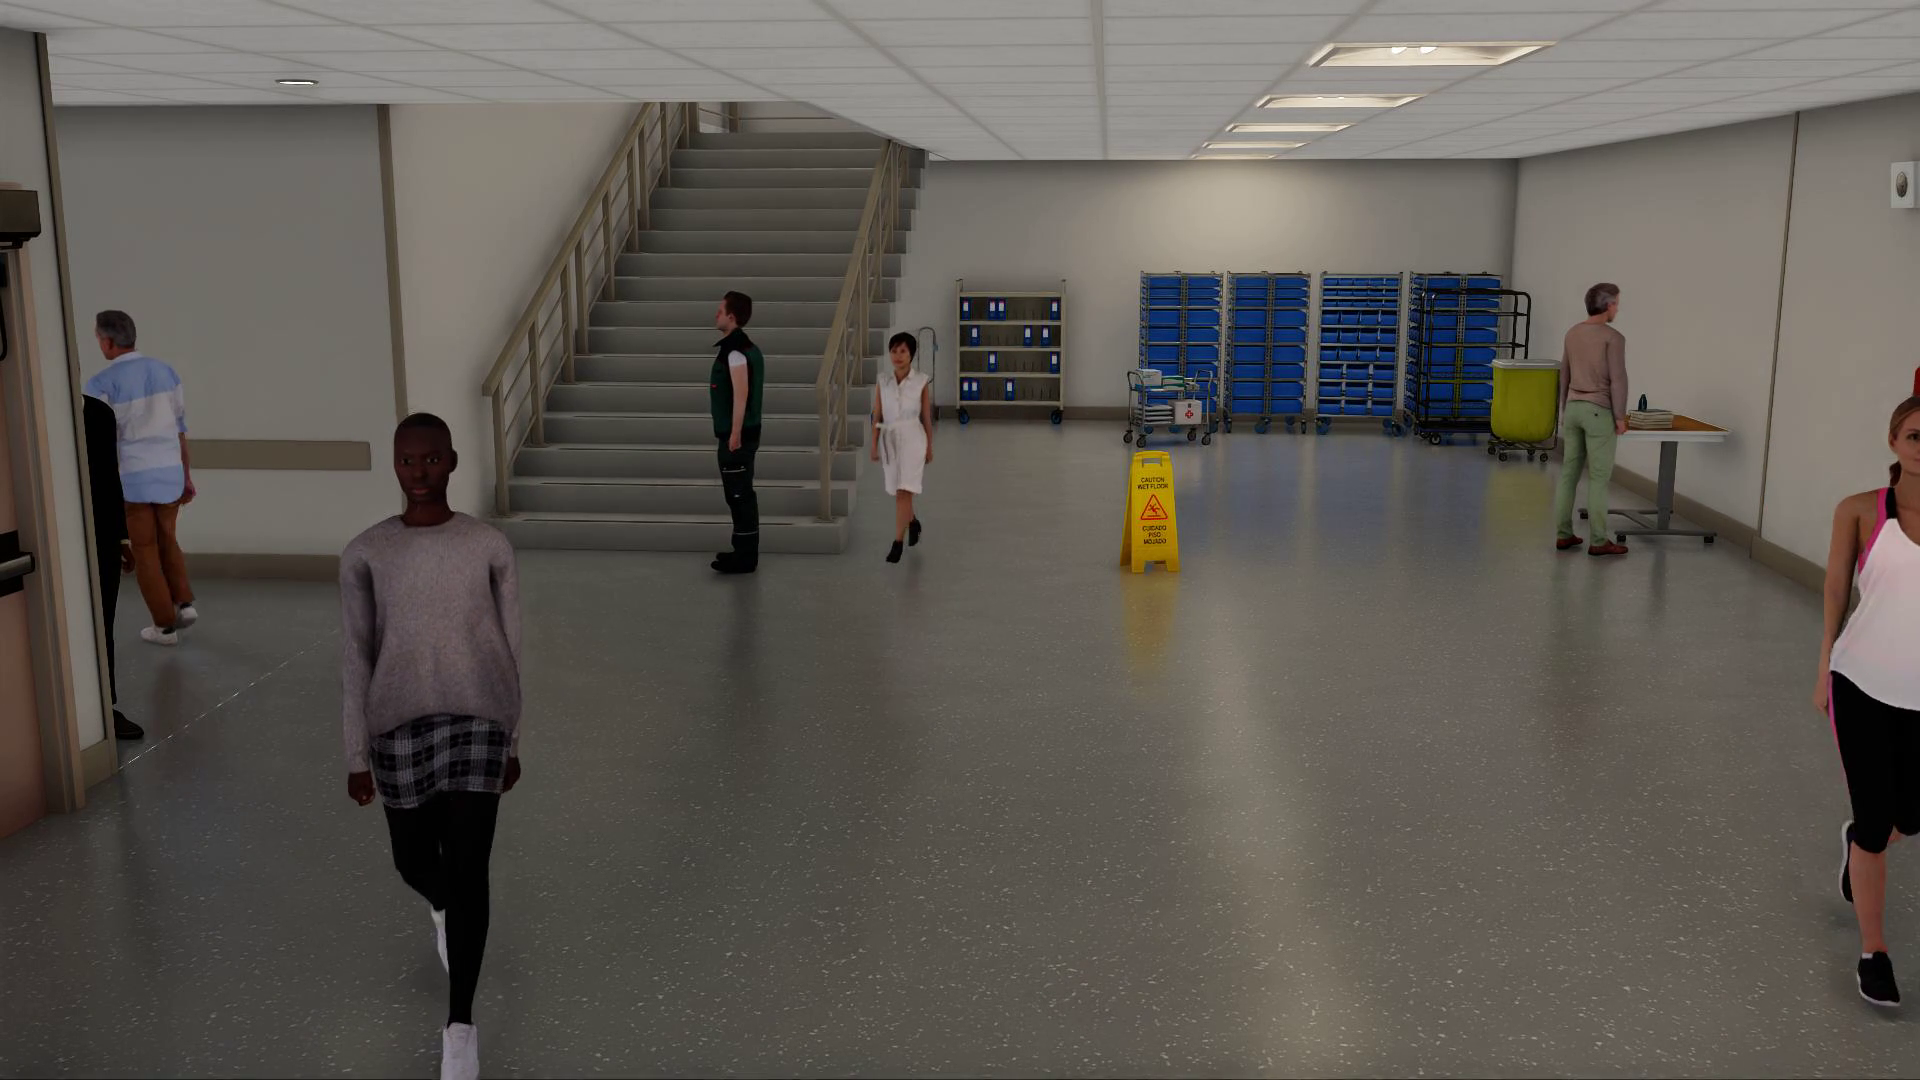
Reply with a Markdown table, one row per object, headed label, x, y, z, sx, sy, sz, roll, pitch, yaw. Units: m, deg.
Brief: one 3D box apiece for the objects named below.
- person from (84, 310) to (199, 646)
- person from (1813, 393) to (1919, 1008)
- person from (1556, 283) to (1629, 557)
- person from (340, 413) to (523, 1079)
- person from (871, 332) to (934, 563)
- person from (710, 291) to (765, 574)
| label | x | y | z | sx | sy | sz | roll | pitch | yaw |
| --- | --- | --- | --- | --- | --- | --- | --- | --- | --- |
| person | -4.319 | -0.312 | 8.910 | 0.868 | 1.807 | 0.757 | 8 | 13 | 35 |
| person | 2.792 | 0.450 | 4.996 | 0.750 | 1.768 | 1.057 | 3 | 11 | 17 |
| person | 4.382 | -0.844 | 11.550 | 0.841 | 1.867 | 0.746 | -6 | 12 | -30 |
| person | -1.441 | 0.557 | 4.612 | 0.892 | 1.701 | 1.222 | -3 | 11 | -14 |
| person | -0.376 | -0.629 | 11.343 | 0.691 | 1.521 | 1.063 | 3 | 11 | 16 |
| person | -1.464 | -0.713 | 10.930 | 0.707 | 1.842 | 0.531 | 0 | 11 | 1 |
